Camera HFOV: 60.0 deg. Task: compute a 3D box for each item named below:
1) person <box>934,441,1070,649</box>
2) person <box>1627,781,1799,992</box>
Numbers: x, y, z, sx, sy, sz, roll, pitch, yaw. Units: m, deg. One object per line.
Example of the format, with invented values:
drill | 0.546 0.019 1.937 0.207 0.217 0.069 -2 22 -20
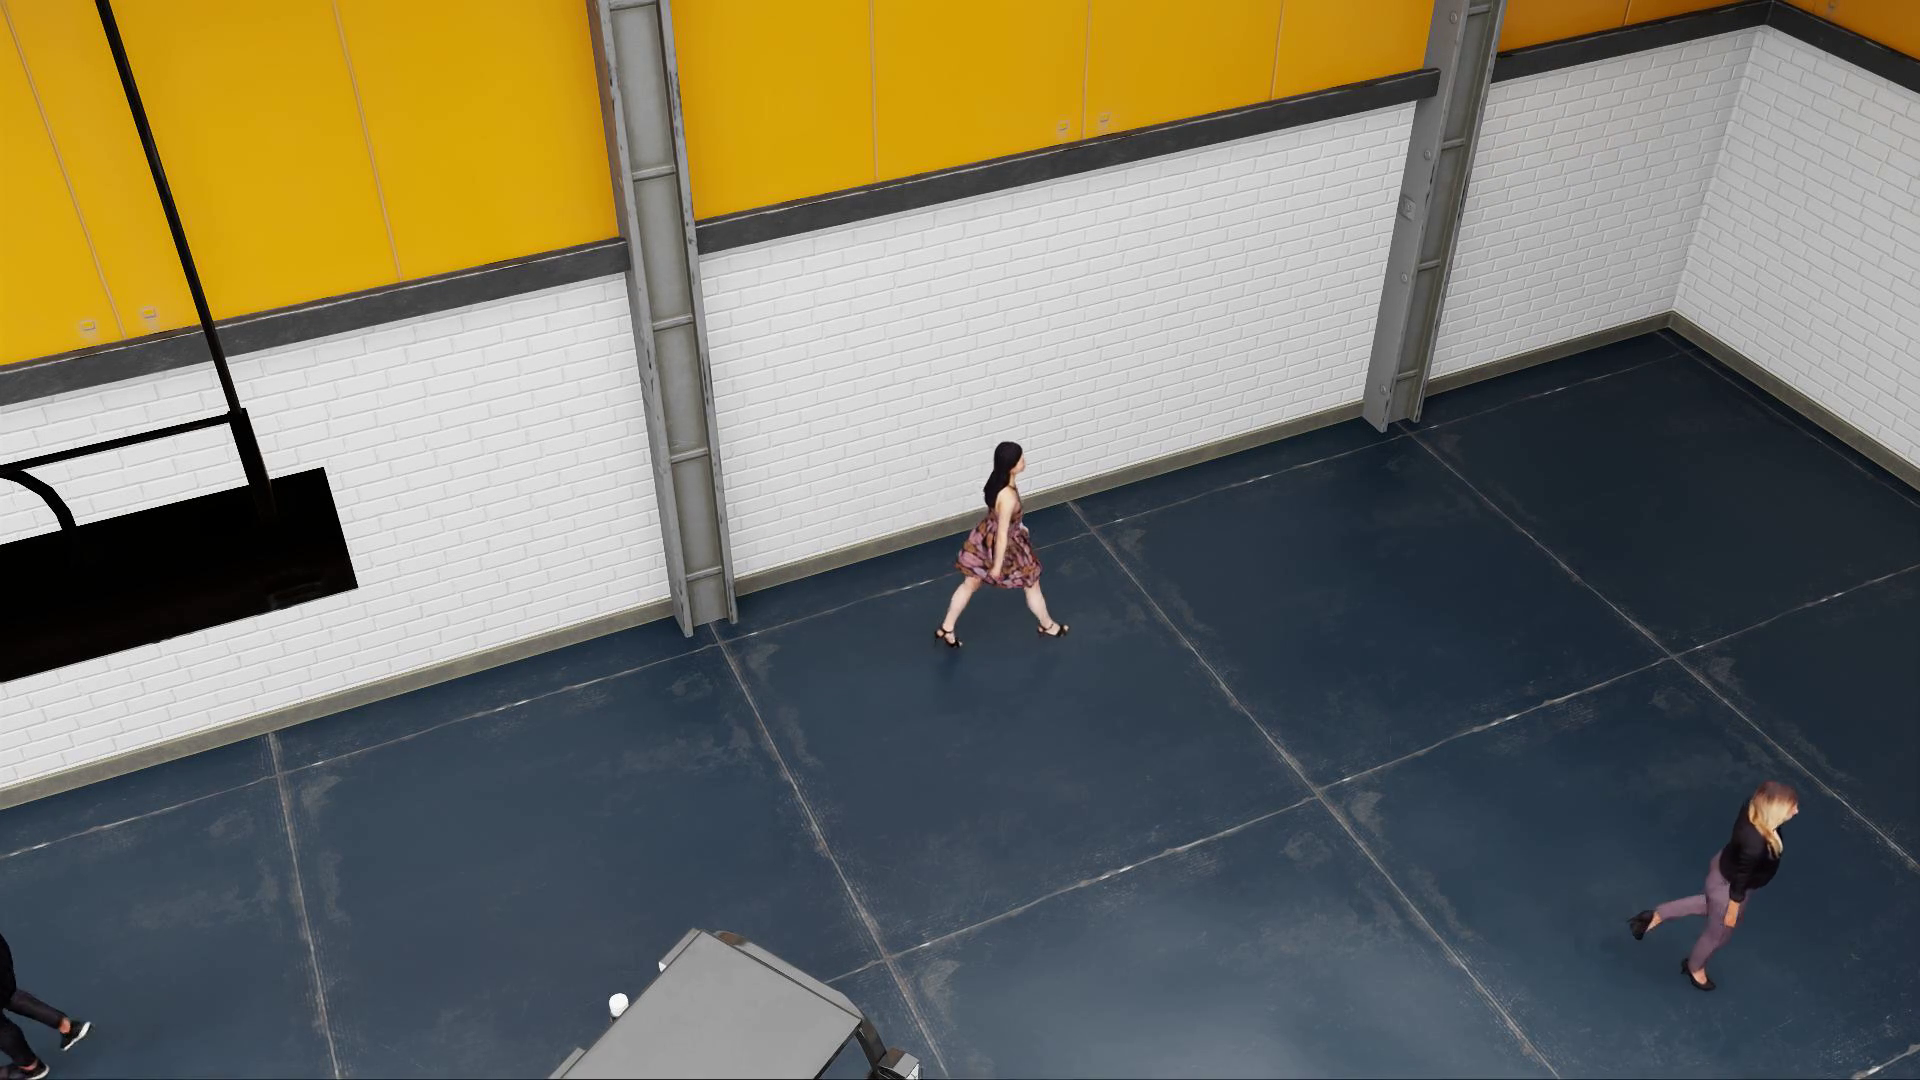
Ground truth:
person | 0.184 0.097 11.163 1.223 1.719 0.763 -9 40 -11
person | 4.074 1.853 9.012 0.929 1.660 0.879 13 40 15
